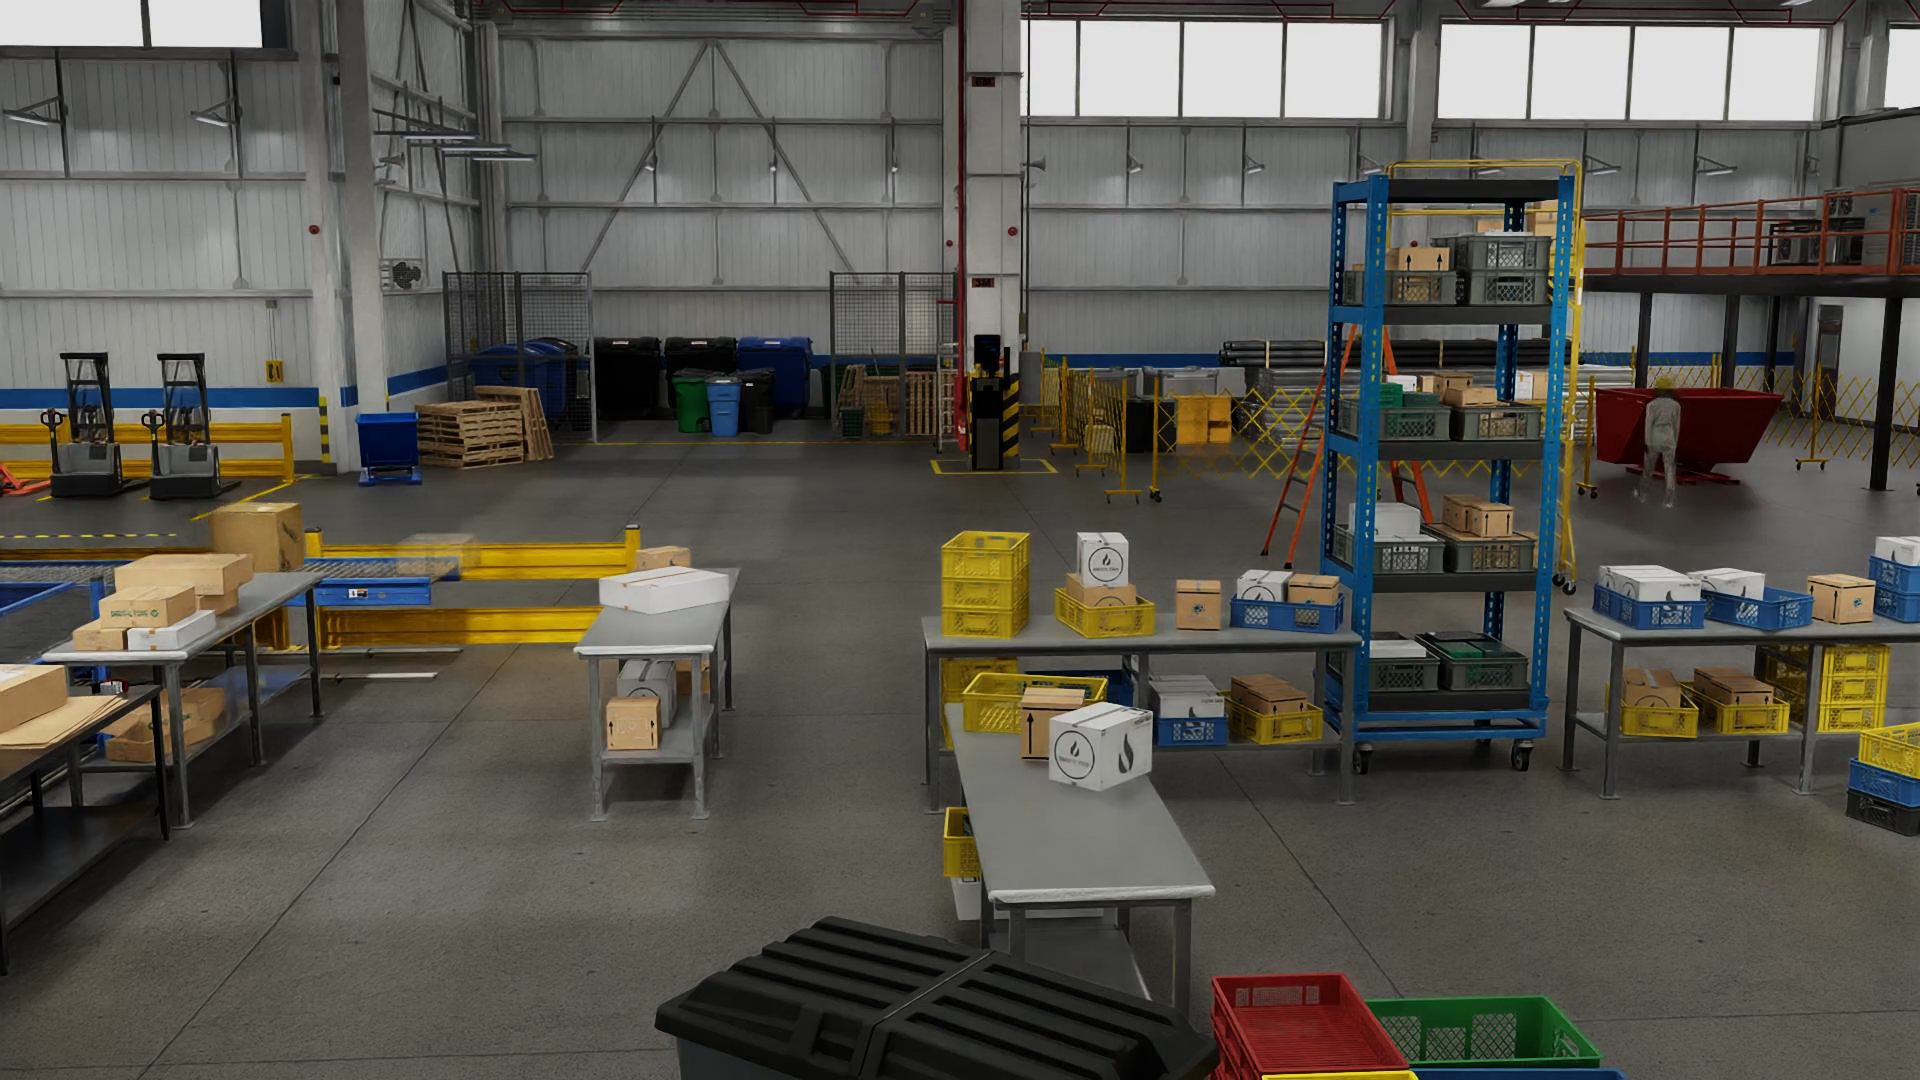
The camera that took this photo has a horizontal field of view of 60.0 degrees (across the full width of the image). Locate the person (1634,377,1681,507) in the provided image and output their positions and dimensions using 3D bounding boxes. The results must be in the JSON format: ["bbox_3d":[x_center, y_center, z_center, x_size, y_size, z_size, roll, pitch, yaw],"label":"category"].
[{"bbox_3d":[9.229,-1.297,21.921,0.500,1.691,0.923,0,9,-2],"label":"person"}]

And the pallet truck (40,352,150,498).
[{"bbox_3d":[-11.907,-1.642,23.165,0.823,1.965,1.885,0,9,0],"label":"pallet truck"}]

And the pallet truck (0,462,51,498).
[{"bbox_3d":[-13.193,-1.293,23.148,0.653,1.274,1.630,-1,9,-4],"label":"pallet truck"}]

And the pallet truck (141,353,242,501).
[{"bbox_3d":[-10.520,-1.604,22.925,0.823,1.965,1.885,-1,9,-6],"label":"pallet truck"}]
